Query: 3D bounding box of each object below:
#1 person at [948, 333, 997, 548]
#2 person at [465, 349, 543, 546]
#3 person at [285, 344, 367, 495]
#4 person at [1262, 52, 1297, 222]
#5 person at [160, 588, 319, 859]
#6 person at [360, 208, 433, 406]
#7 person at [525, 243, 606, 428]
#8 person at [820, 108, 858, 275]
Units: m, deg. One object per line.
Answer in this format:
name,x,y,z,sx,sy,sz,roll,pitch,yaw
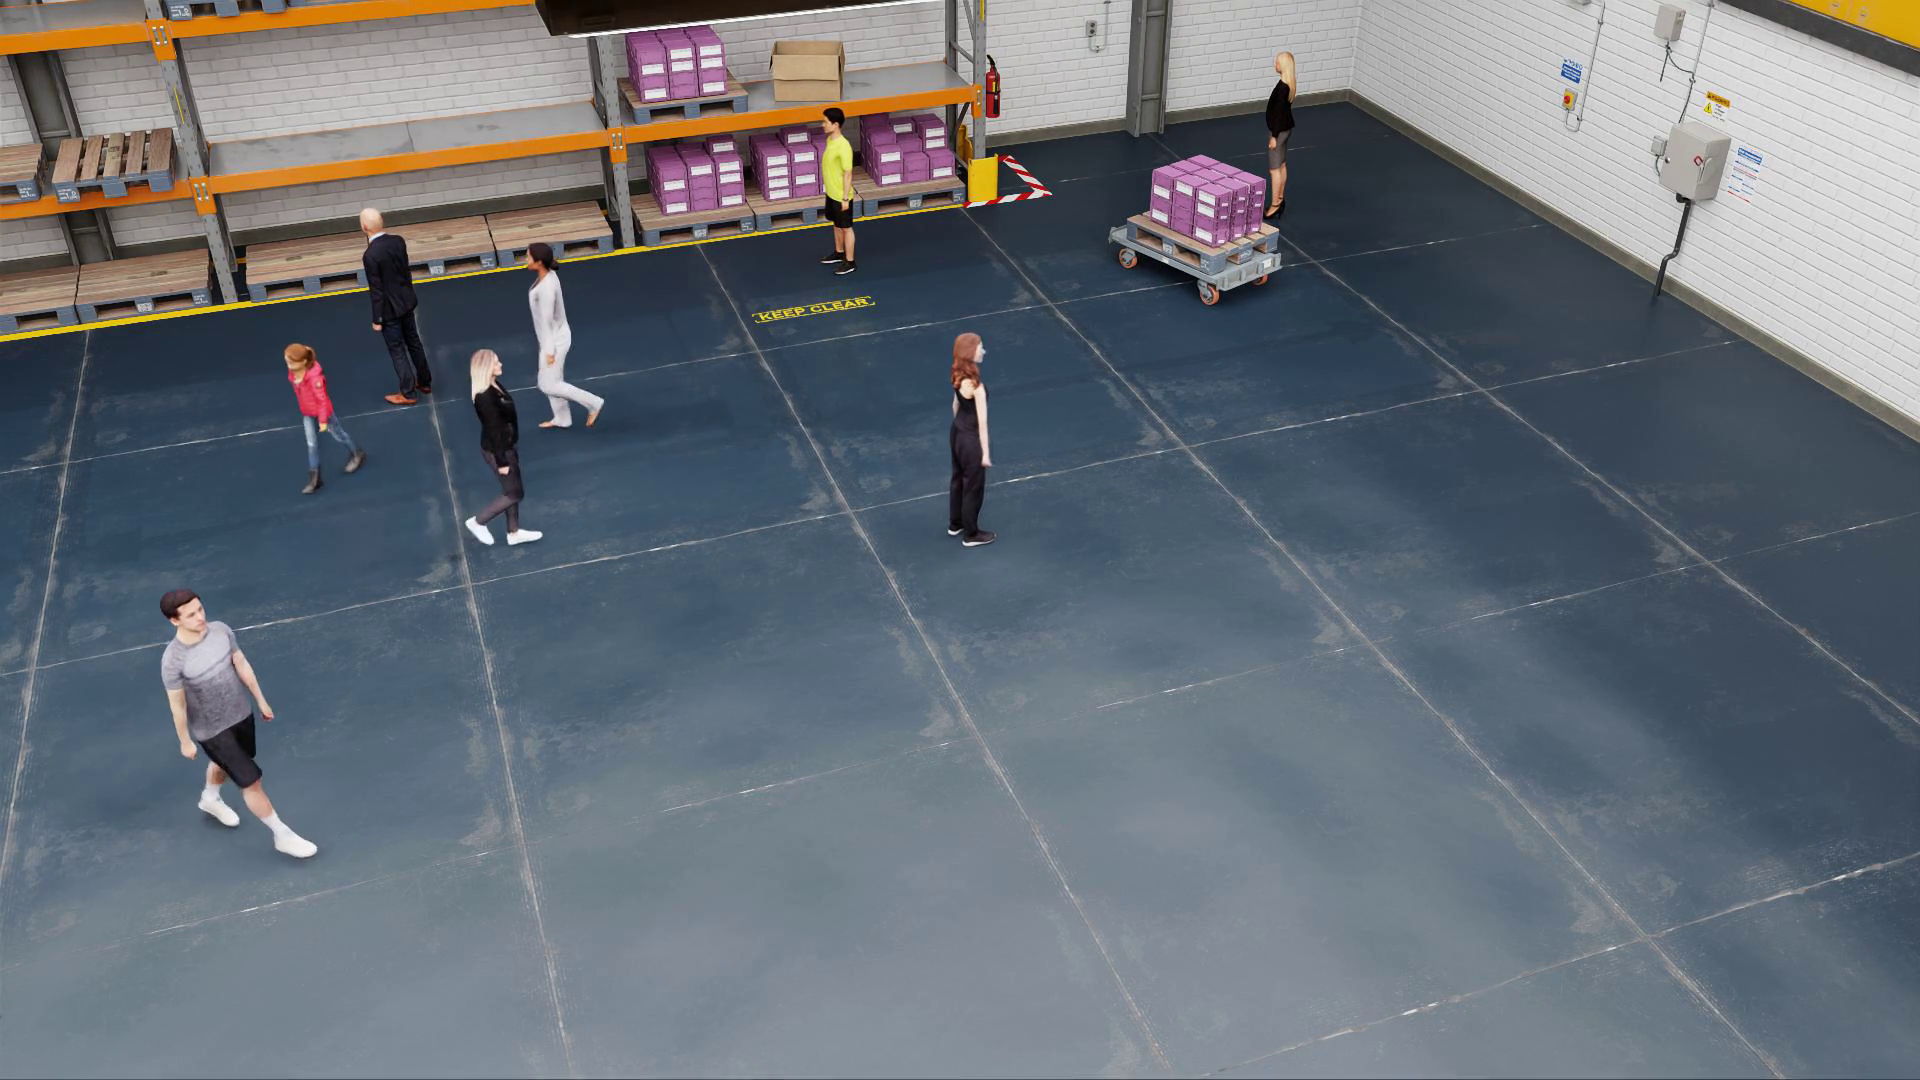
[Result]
person,0.050,-0.767,12.641,0.564,1.743,0.608,-18,37,-24
person,-3.556,-0.647,12.522,0.791,1.674,0.652,-8,34,-12
person,-5.144,-1.041,13.472,0.882,1.279,0.917,14,36,20
person,3.458,-4.360,17.959,0.733,1.841,0.693,11,35,16
person,-4.435,1.044,9.832,1.238,1.836,1.149,13,36,19
person,-4.939,-2.040,14.507,0.808,1.797,0.762,13,36,18
person,-3.360,-1.691,14.053,0.858,1.718,0.713,-6,34,-9
person,-1.223,-3.563,16.879,0.552,1.708,0.634,-14,36,-20
